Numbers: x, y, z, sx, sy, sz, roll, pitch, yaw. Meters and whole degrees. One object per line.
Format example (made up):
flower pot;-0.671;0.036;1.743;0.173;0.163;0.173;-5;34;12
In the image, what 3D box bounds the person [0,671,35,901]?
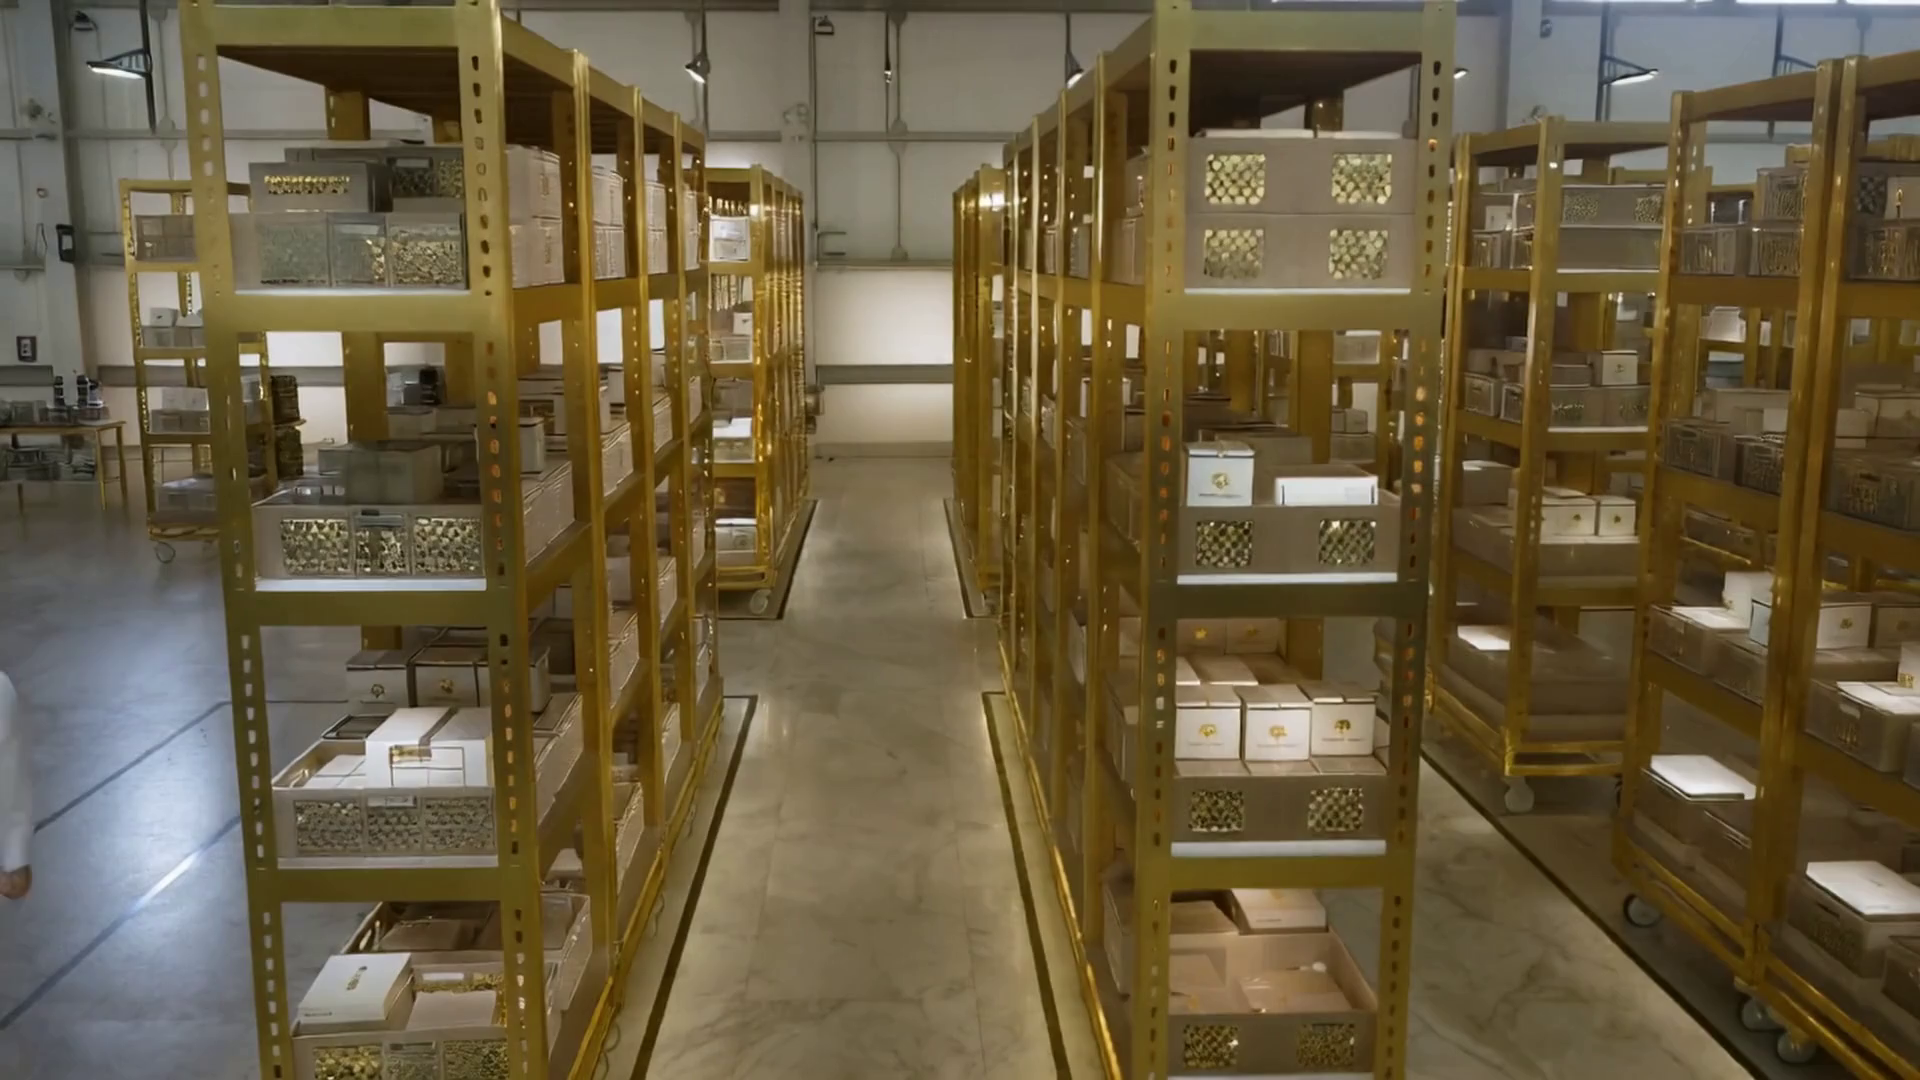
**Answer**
person;-3.420;1.071;5.505;0.672;1.891;0.420;-8;13;-37
